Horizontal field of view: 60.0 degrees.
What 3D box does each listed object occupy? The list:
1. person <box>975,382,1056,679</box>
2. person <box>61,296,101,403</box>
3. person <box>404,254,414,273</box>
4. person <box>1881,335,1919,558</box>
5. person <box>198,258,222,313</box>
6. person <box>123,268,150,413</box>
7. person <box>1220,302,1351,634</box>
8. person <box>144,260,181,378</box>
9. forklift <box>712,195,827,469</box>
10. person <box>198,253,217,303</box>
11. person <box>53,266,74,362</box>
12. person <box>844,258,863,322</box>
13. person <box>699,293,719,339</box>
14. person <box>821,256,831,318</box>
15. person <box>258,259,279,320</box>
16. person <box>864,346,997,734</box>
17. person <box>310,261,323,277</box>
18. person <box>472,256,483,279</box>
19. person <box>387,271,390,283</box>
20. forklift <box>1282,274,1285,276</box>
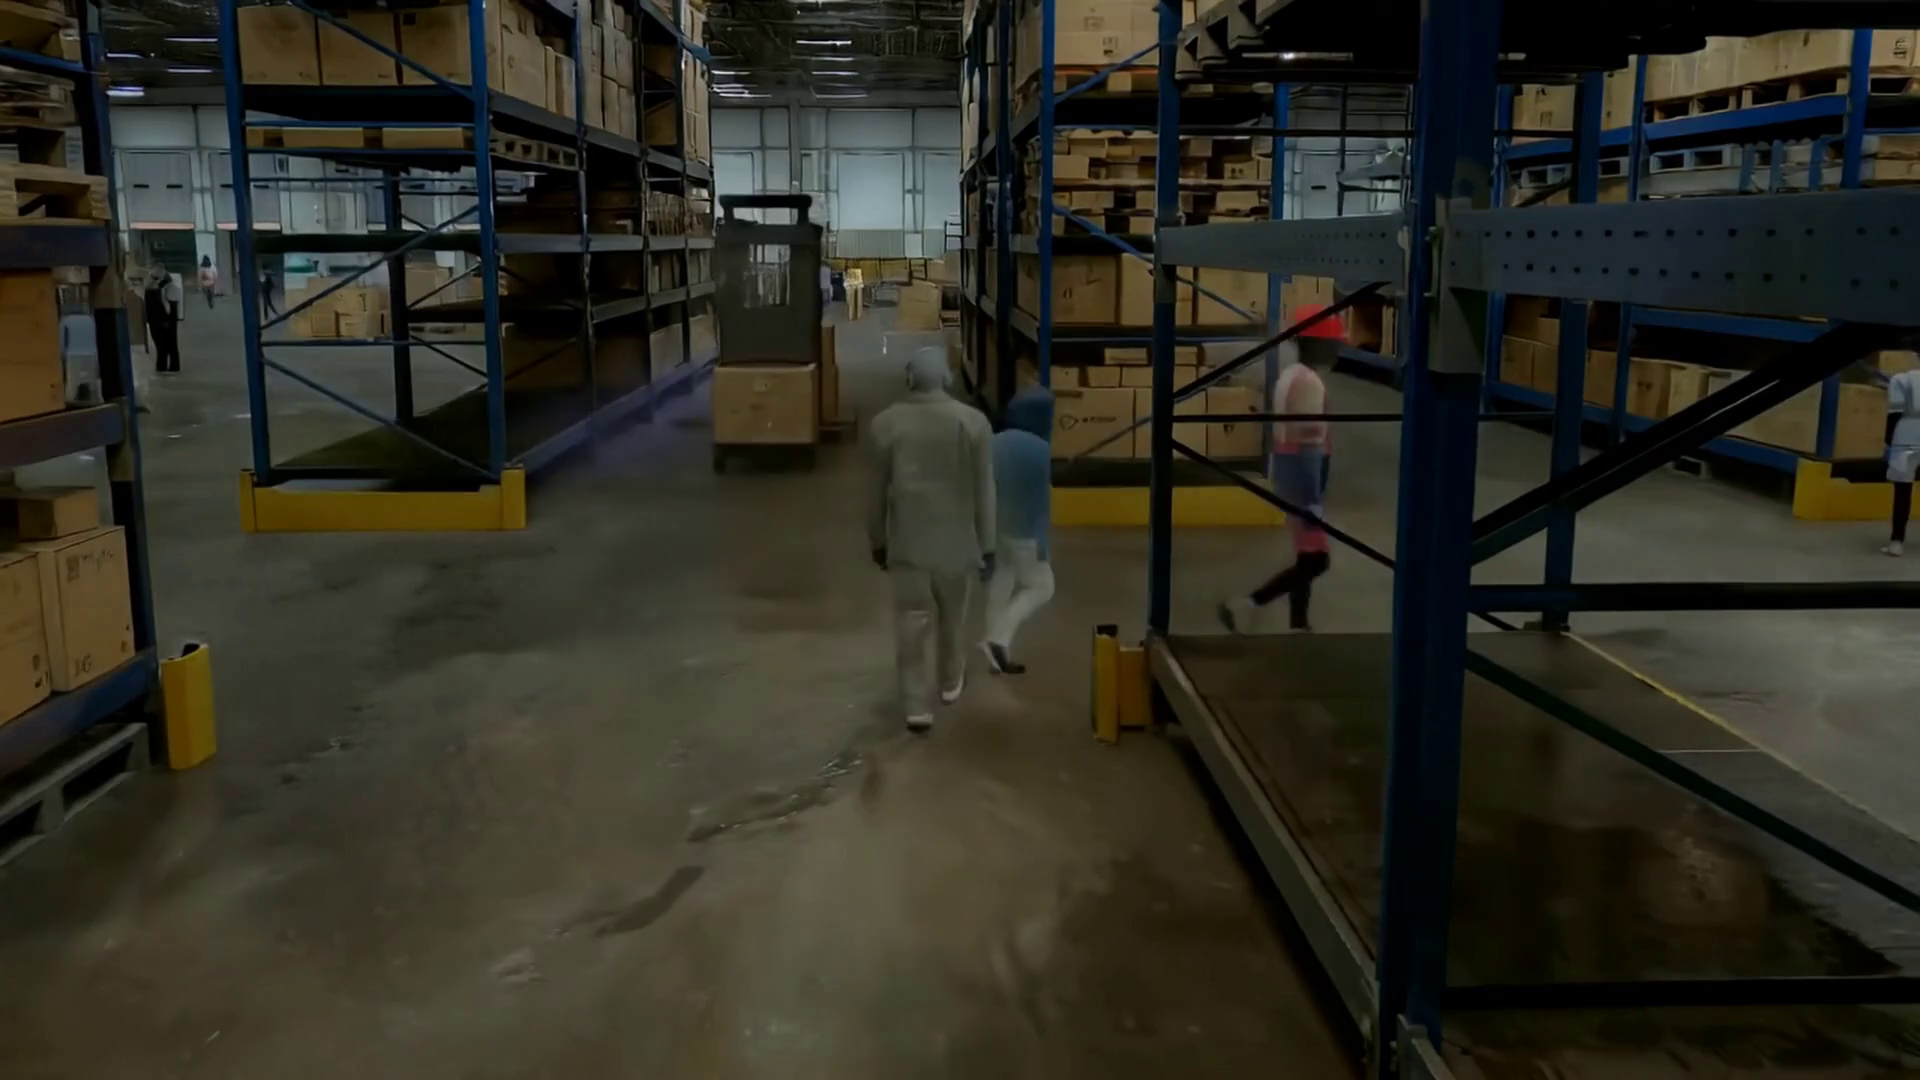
[{"bbox_3d":[0.293,-0.031,8.789,0.404,1.609,0.586,-7,12,-33],"label":"person"},{"bbox_3d":[-12.224,-2.588,23.104,0.498,1.599,0.824,-1,10,-5],"label":"person"},{"bbox_3d":[-20.535,-9.716,62.077,0.753,1.877,0.377,8,13,37],"label":"person"},{"bbox_3d":[7.123,-0.701,12.324,0.540,1.695,0.317,3,11,15],"label":"person"},{"bbox_3d":[-24.791,-8.416,55.009,0.645,1.790,0.952,-9,14,-42],"label":"person"},{"bbox_3d":[-11.359,-2.702,22.639,0.378,1.995,0.609,9,14,41],"label":"person"},{"bbox_3d":[1.830,-0.299,9.199,0.618,2.026,0.606,0,10,0],"label":"person"},{"bbox_3d":[-13.831,-3.822,28.752,0.672,2.000,0.536,6,12,30],"label":"person"},{"bbox_3d":[-2.016,-2.221,17.495,1.129,2.768,1.873,0,10,-2],"label":"forklift"},{"bbox_3d":[-28.820,-10.003,63.530,0.909,1.909,0.644,7,12,33],"label":"person"},{"bbox_3d":[-17.352,-4.388,32.234,0.546,1.936,0.381,-1,10,-4],"label":"person"},{"bbox_3d":[-3.103,-7.288,48.539,0.567,1.878,0.350,-4,11,-23],"label":"person"},{"bbox_3d":[-5.790,-5.244,37.129,0.910,1.887,0.597,4,11,21],"label":"person"},{"bbox_3d":[-4.235,-7.823,51.399,0.595,1.912,0.439,-8,13,-39],"label":"person"},{"bbox_3d":[-20.641,-7.462,49.635,0.747,1.829,0.517,5,11,25],"label":"person"},{"bbox_3d":[-0.144,-0.014,8.112,0.649,1.852,1.033,0,10,2],"label":"person"},{"bbox_3d":[-17.526,-6.675,45.319,0.988,1.798,0.513,-9,14,-42],"label":"person"},{"bbox_3d":[-16.747,-9.015,57.967,0.373,1.940,0.629,-10,14,-43],"label":"person"},{"bbox_3d":[-18.752,-8.397,55.225,0.321,1.692,0.535,10,14,43],"label":"person"},{"bbox_3d":[12.142,-10.797,65.270,1.129,2.768,1.873,0,10,-2],"label":"forklift"}]
